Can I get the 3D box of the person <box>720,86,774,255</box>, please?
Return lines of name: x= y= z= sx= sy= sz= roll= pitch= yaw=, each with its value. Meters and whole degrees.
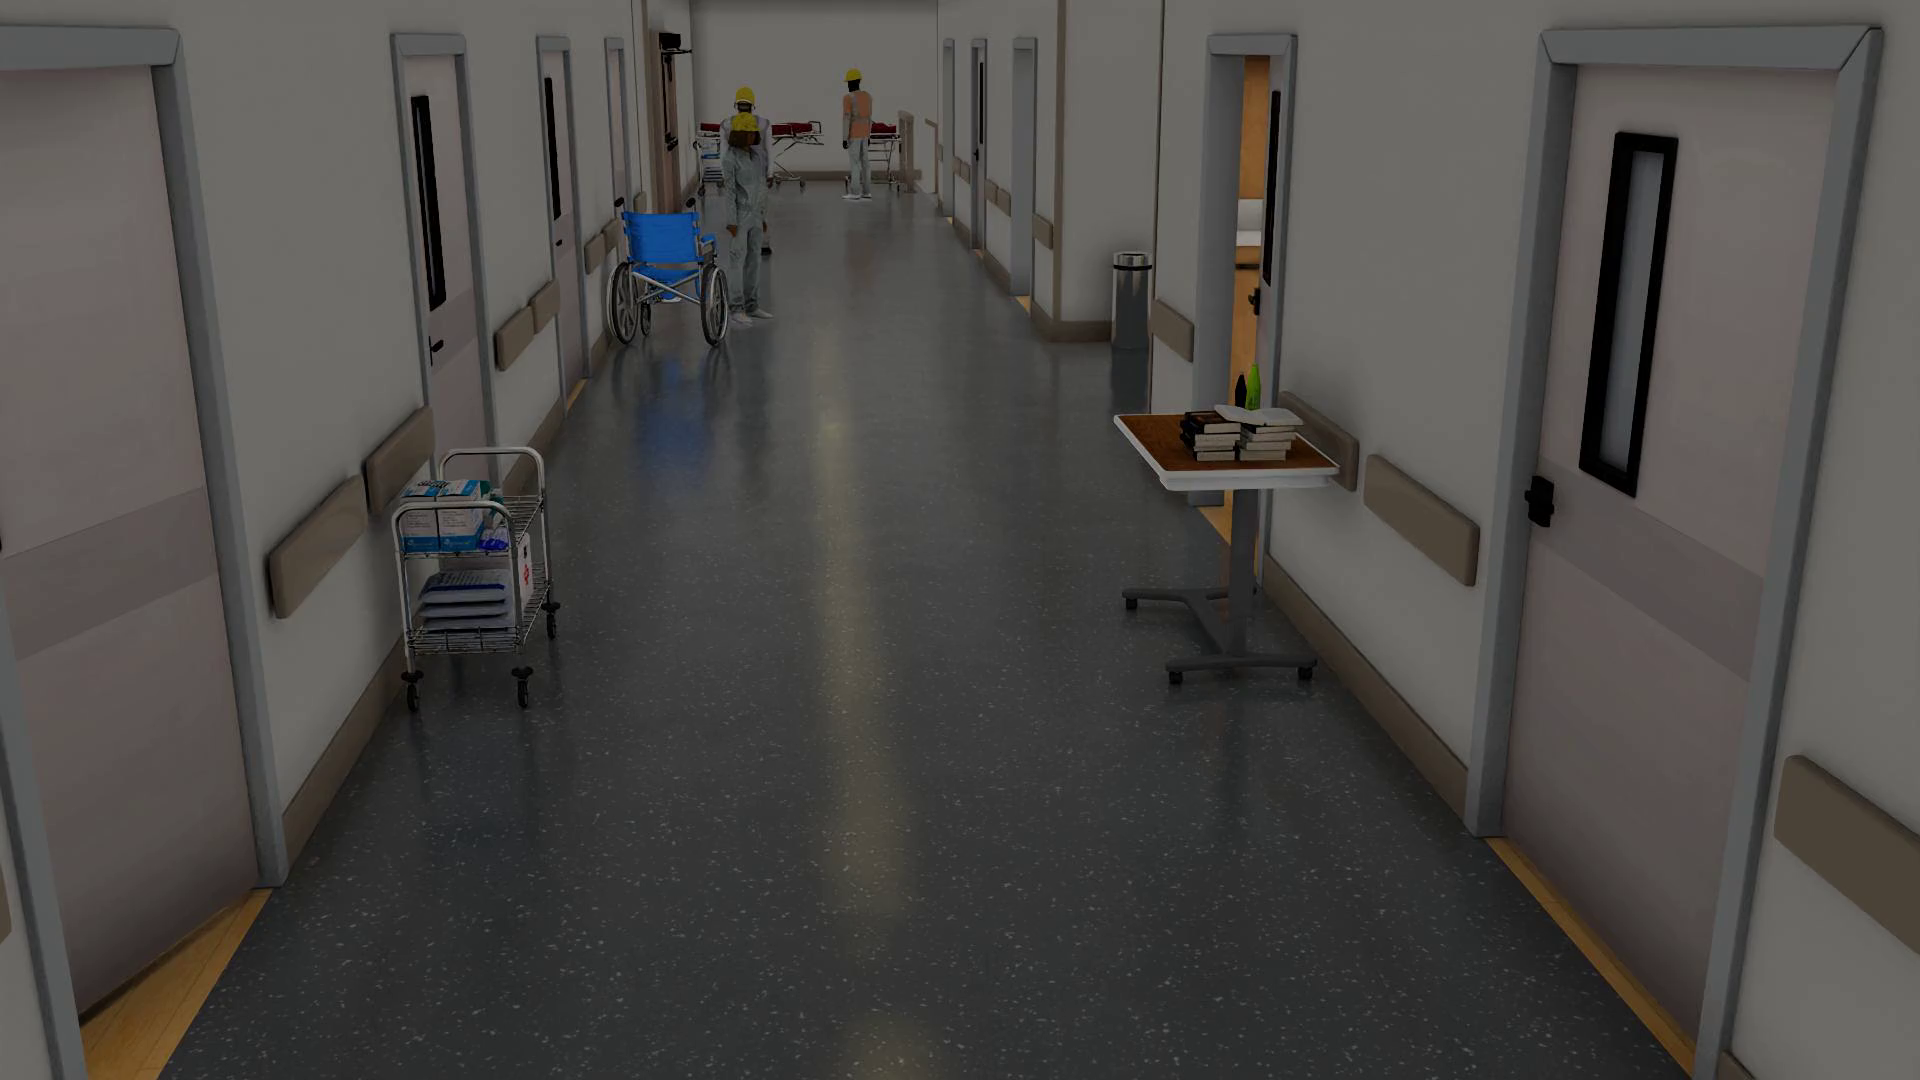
person: x=-2.347 y=-4.063 z=18.385 sx=0.591 sy=1.834 sz=0.404 roll=-2 pitch=17 yaw=-6

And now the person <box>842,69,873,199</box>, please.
person: x=-1.565 y=-6.117 z=25.108 sx=0.397 sy=1.920 sz=0.586 roll=13 pitch=21 yaw=37

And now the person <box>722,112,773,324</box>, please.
person: x=-1.785 y=-2.705 z=13.999 sx=0.295 sy=1.743 sz=0.493 roll=9 pitch=19 yaw=27
